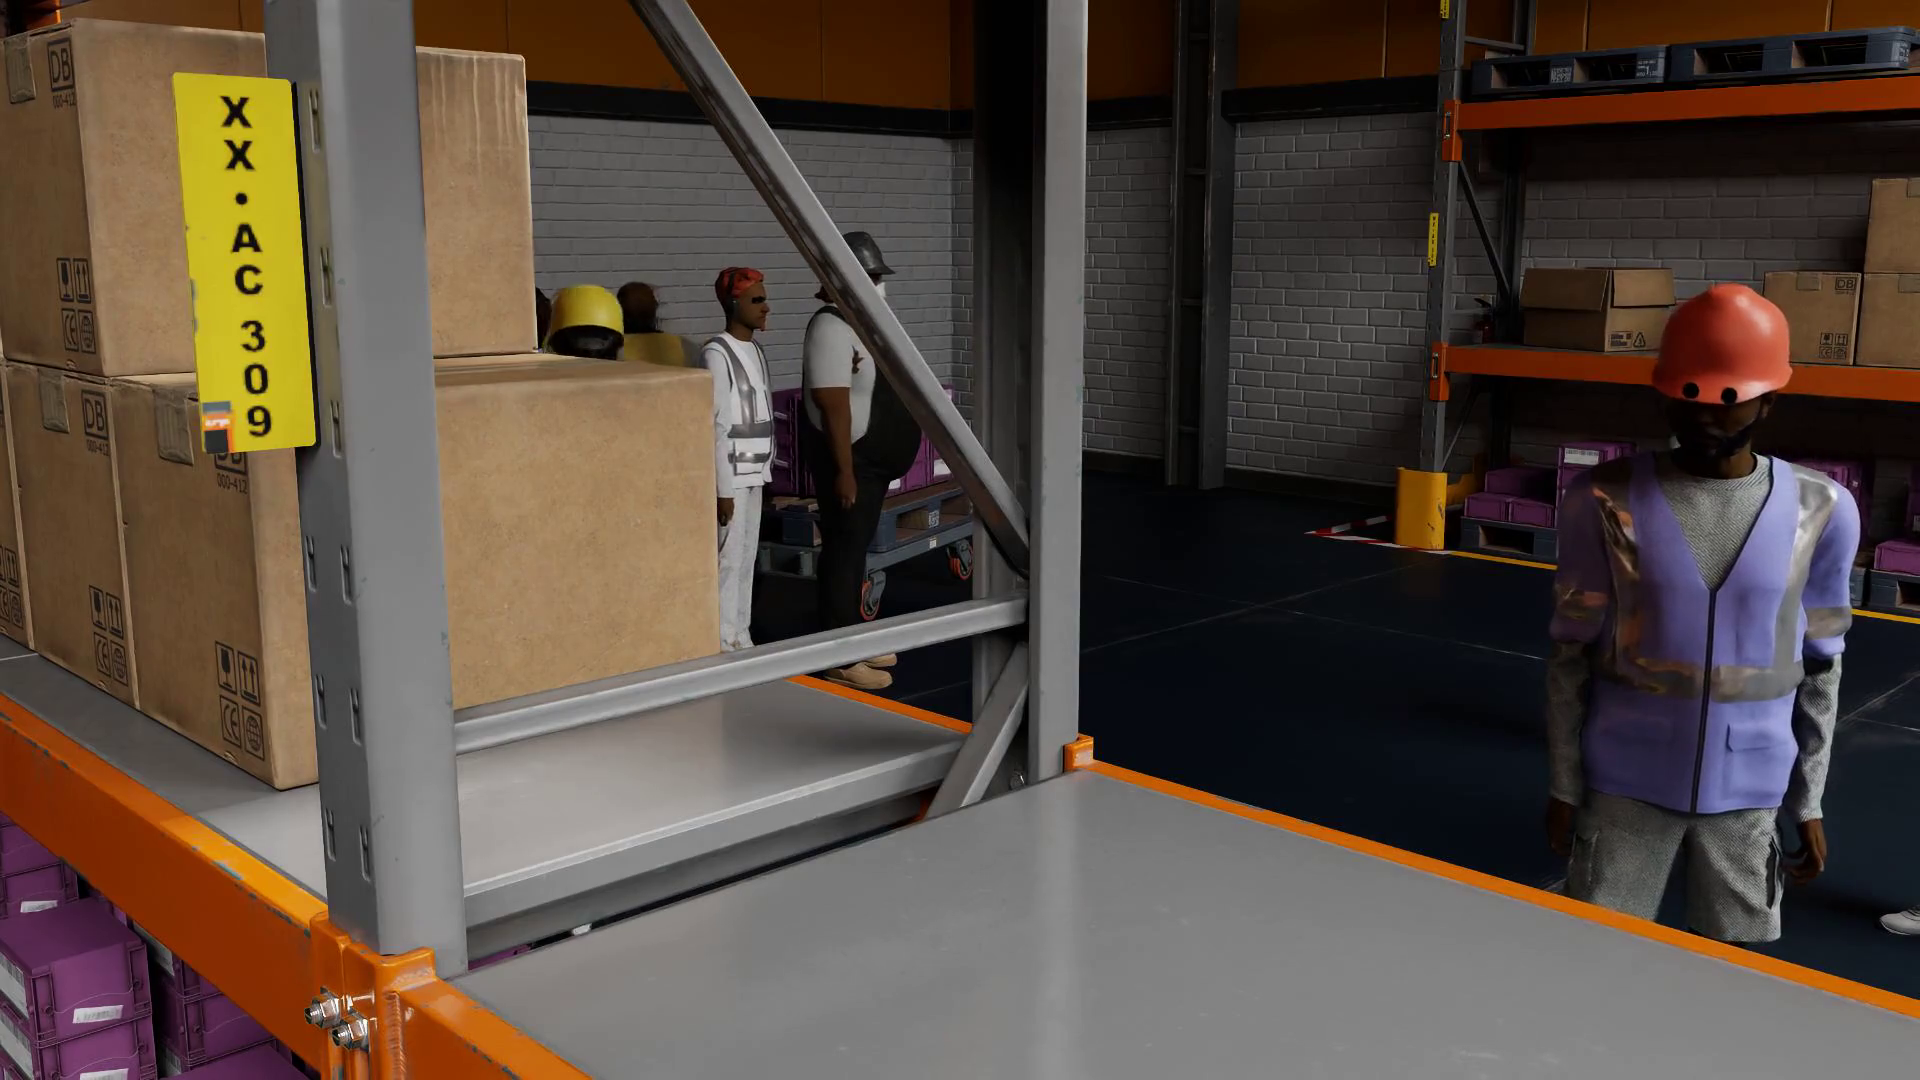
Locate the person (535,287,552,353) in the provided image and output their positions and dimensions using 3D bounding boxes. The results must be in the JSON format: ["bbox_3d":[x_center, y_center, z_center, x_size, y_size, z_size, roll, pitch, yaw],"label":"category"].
[{"bbox_3d":[-1.468,0.065,5.657,0.328,1.872,0.513,3,11,18],"label":"person"}]

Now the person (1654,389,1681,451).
[{"bbox_3d":[2.757,0.105,6.184,0.786,1.597,0.497,6,12,29],"label":"person"}]

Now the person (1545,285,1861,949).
[{"bbox_3d":[1.433,0.473,3.270,0.547,1.930,0.384,3,11,14],"label":"person"}]

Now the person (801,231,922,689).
[{"bbox_3d":[-0.440,-0.368,7.550,0.536,2.000,0.672,1,10,3],"label":"person"}]

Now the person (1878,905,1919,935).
[{"bbox_3d":[2.926,0.243,4.558,0.392,1.917,0.591,-2,11,-12],"label":"person"}]

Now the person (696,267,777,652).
[{"bbox_3d":[-0.981,-0.265,7.423,0.359,1.882,0.575,2,11,11],"label":"person"}]

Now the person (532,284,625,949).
[{"bbox_3d":[-1.066,0.240,4.660,0.659,1.882,0.648,-4,11,-19],"label":"person"}]

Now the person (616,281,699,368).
[{"bbox_3d":[-1.413,-0.294,7.797,0.664,1.812,0.677,-8,13,-38],"label":"person"}]
